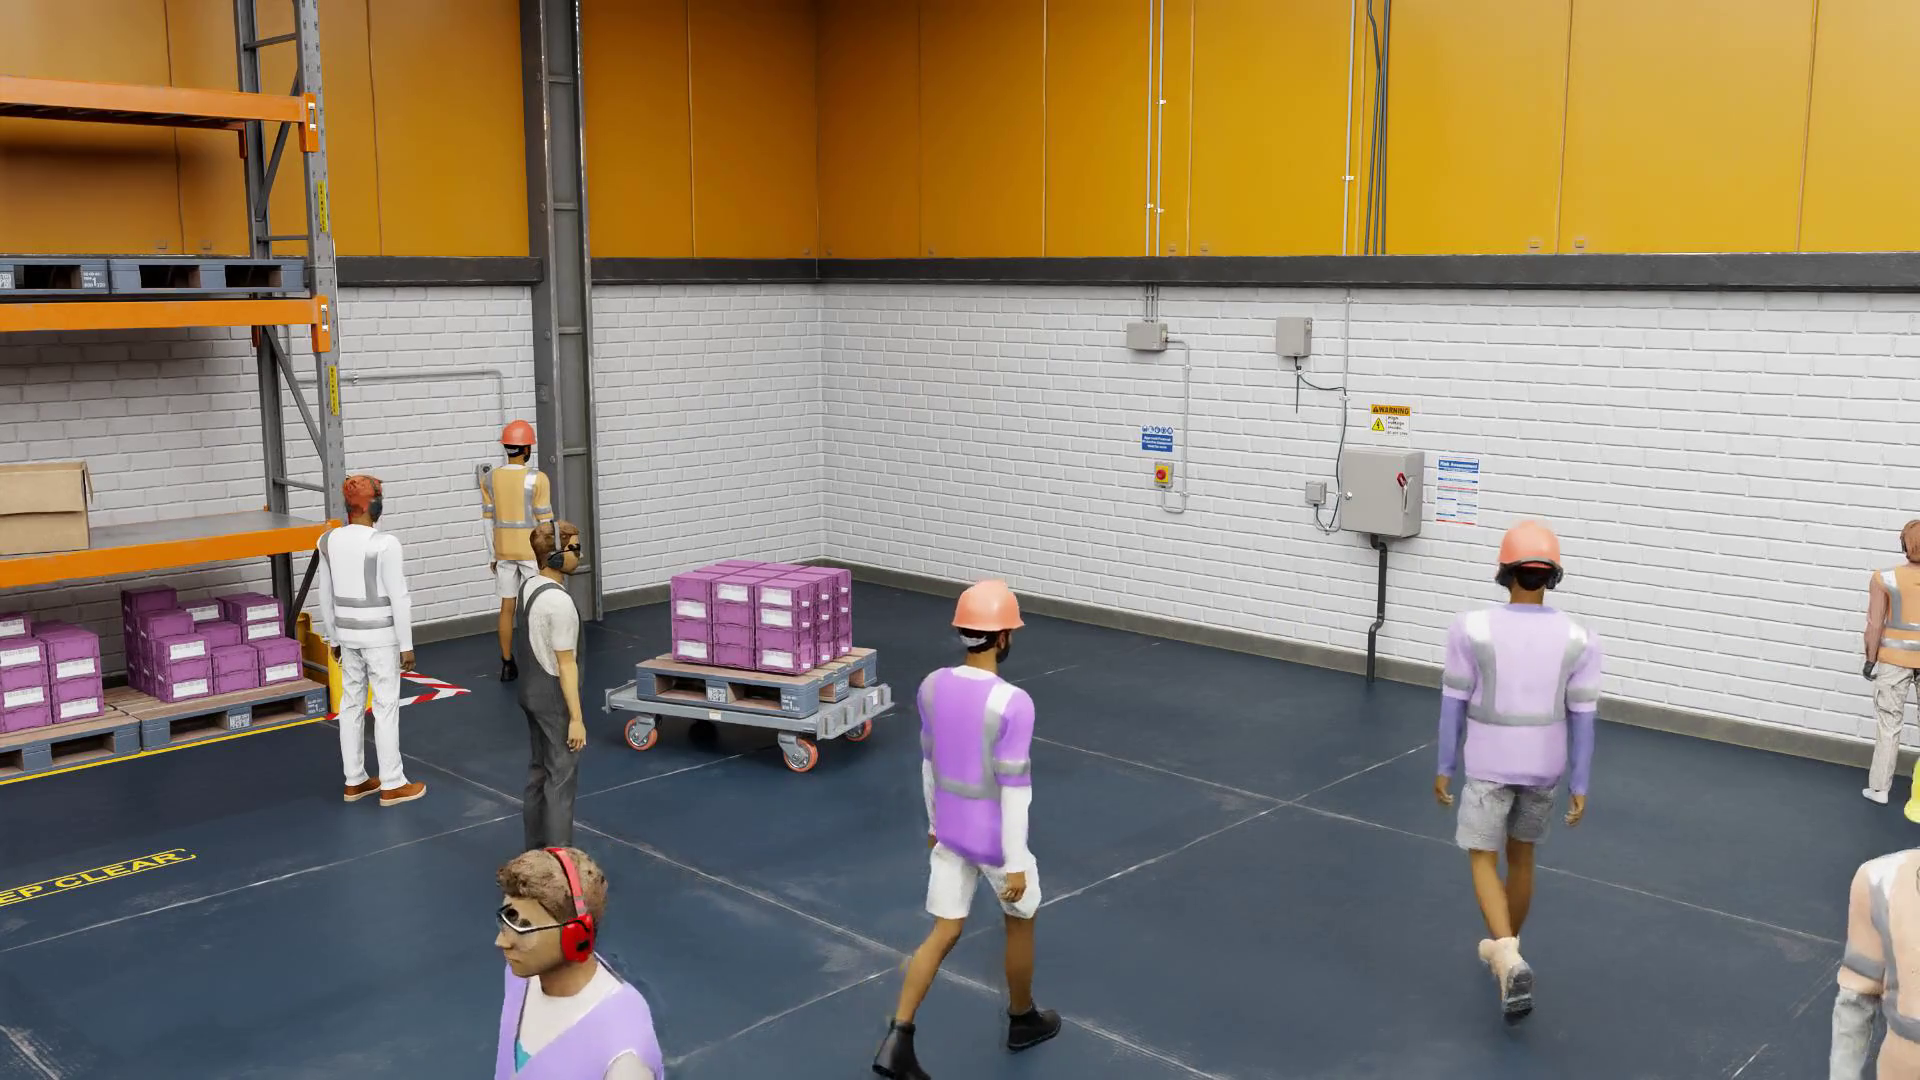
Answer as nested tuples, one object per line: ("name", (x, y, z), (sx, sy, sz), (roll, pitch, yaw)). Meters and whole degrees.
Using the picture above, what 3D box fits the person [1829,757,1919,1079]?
("person", (2.490, 1.412, 4.143), (0.485, 1.910, 0.620), (-7, 12, -37))

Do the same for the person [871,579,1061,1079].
("person", (0.030, 1.089, 6.192), (0.558, 1.902, 0.948), (8, 12, 41))

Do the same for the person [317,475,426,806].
("person", (-3.341, 0.566, 9.427), (0.584, 1.883, 0.345), (4, 10, 21))

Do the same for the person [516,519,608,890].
("person", (-1.955, 0.814, 8.033), (0.327, 1.843, 0.516), (-7, 11, -36))

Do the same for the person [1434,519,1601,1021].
("person", (2.281, 0.931, 6.800), (0.617, 2.023, 0.866), (1, 9, 5))

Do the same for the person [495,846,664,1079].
("person", (-0.807, 1.532, 3.659), (0.603, 1.833, 0.579), (-6, 11, -34))

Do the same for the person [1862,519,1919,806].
("person", (5.358, 0.700, 9.352), (0.511, 1.644, 0.307), (3, 10, 17))

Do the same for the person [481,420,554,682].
("person", (-3.211, 0.088, 12.198), (0.548, 1.938, 0.358), (2, 9, 12))
